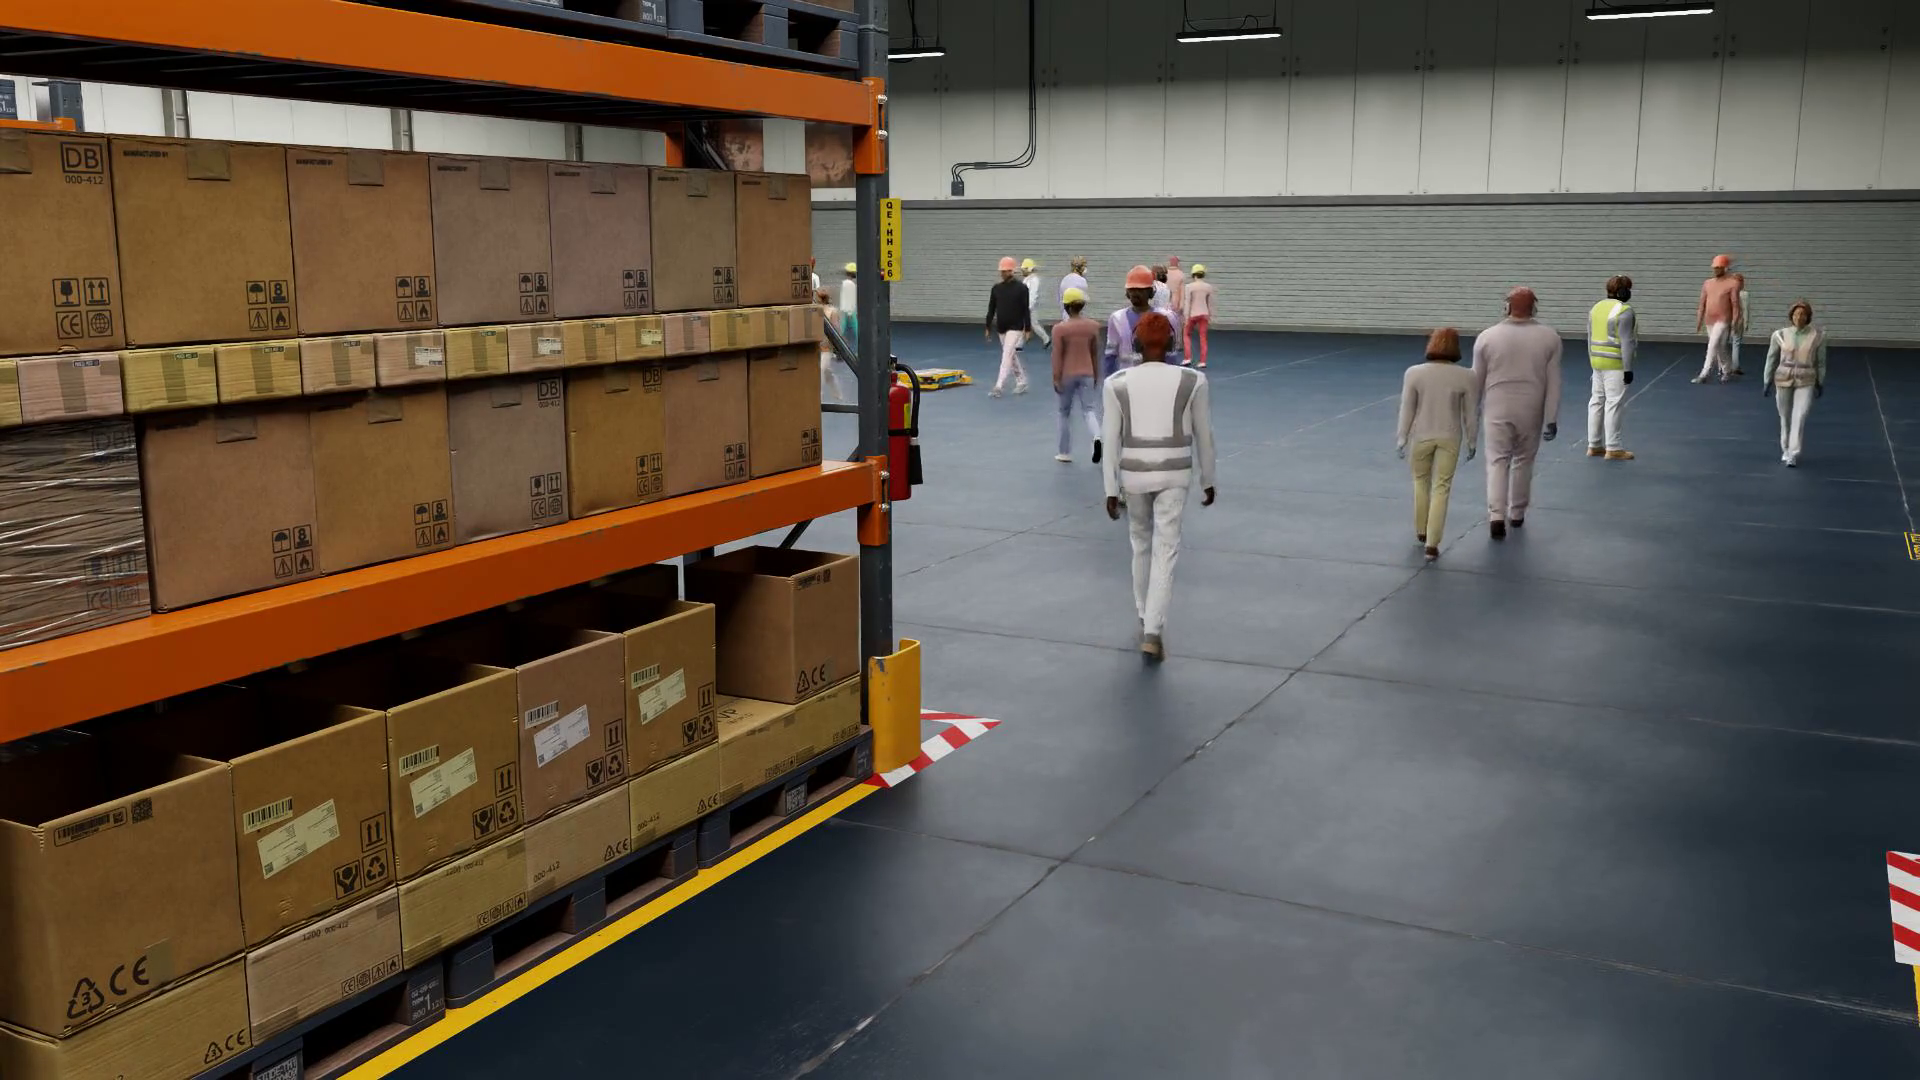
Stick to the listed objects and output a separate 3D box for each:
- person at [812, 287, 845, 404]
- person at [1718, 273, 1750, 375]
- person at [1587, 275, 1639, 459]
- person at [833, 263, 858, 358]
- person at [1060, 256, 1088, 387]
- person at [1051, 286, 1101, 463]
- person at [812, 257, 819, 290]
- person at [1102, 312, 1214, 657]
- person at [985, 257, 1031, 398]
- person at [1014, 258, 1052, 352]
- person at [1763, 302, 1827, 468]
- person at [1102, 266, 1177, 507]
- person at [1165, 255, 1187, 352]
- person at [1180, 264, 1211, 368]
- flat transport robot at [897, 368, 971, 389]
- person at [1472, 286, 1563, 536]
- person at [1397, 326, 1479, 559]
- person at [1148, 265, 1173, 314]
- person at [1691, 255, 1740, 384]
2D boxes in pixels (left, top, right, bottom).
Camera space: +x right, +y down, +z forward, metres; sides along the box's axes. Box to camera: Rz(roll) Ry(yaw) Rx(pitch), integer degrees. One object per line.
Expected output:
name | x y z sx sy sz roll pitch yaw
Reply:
person | -1.751 -2.375 20.919 0.881 1.586 0.540 -10 14 -42
person | 12.466 -3.477 26.817 0.286 1.633 0.499 -9 14 -41
person | 6.586 -1.739 16.769 0.430 1.845 0.619 -2 11 -13
person | -1.934 -4.177 30.361 0.871 1.724 0.536 -5 11 -24
person | 1.720 -3.242 24.721 0.370 1.934 0.627 -5 12 -26
person | 1.156 -1.602 16.270 0.525 1.747 0.697 -3 11 -15
person | -2.533 -3.833 28.075 0.355 1.884 0.575 1 10 7
person | 1.064 -0.315 9.031 0.589 1.843 0.976 3 11 15
person | 0.685 -2.976 23.269 0.645 1.944 1.044 8 13 37
person | 1.385 -4.515 32.027 0.807 1.804 0.594 -4 11 -23
person | 8.181 -1.531 16.314 0.535 1.596 0.872 6 12 30
person | 1.517 -1.312 14.042 0.624 1.993 1.075 7 12 32
person | 4.026 -4.513 31.853 0.640 1.866 0.947 5 12 25
person | 4.026 -3.814 28.360 0.540 1.748 0.647 -4 11 -18
flat transport robot | -0.430 -2.396 24.637 0.652 0.197 1.431 5 11 25
person | 4.161 -0.969 12.516 0.656 1.867 0.969 3 11 17
person | 3.386 -0.704 11.756 0.530 1.596 0.811 4 11 22
person | 2.940 -3.067 24.091 0.846 1.807 0.658 -6 12 -31
person | 11.528 -3.351 25.255 1.015 1.953 0.627 -5 12 -27
